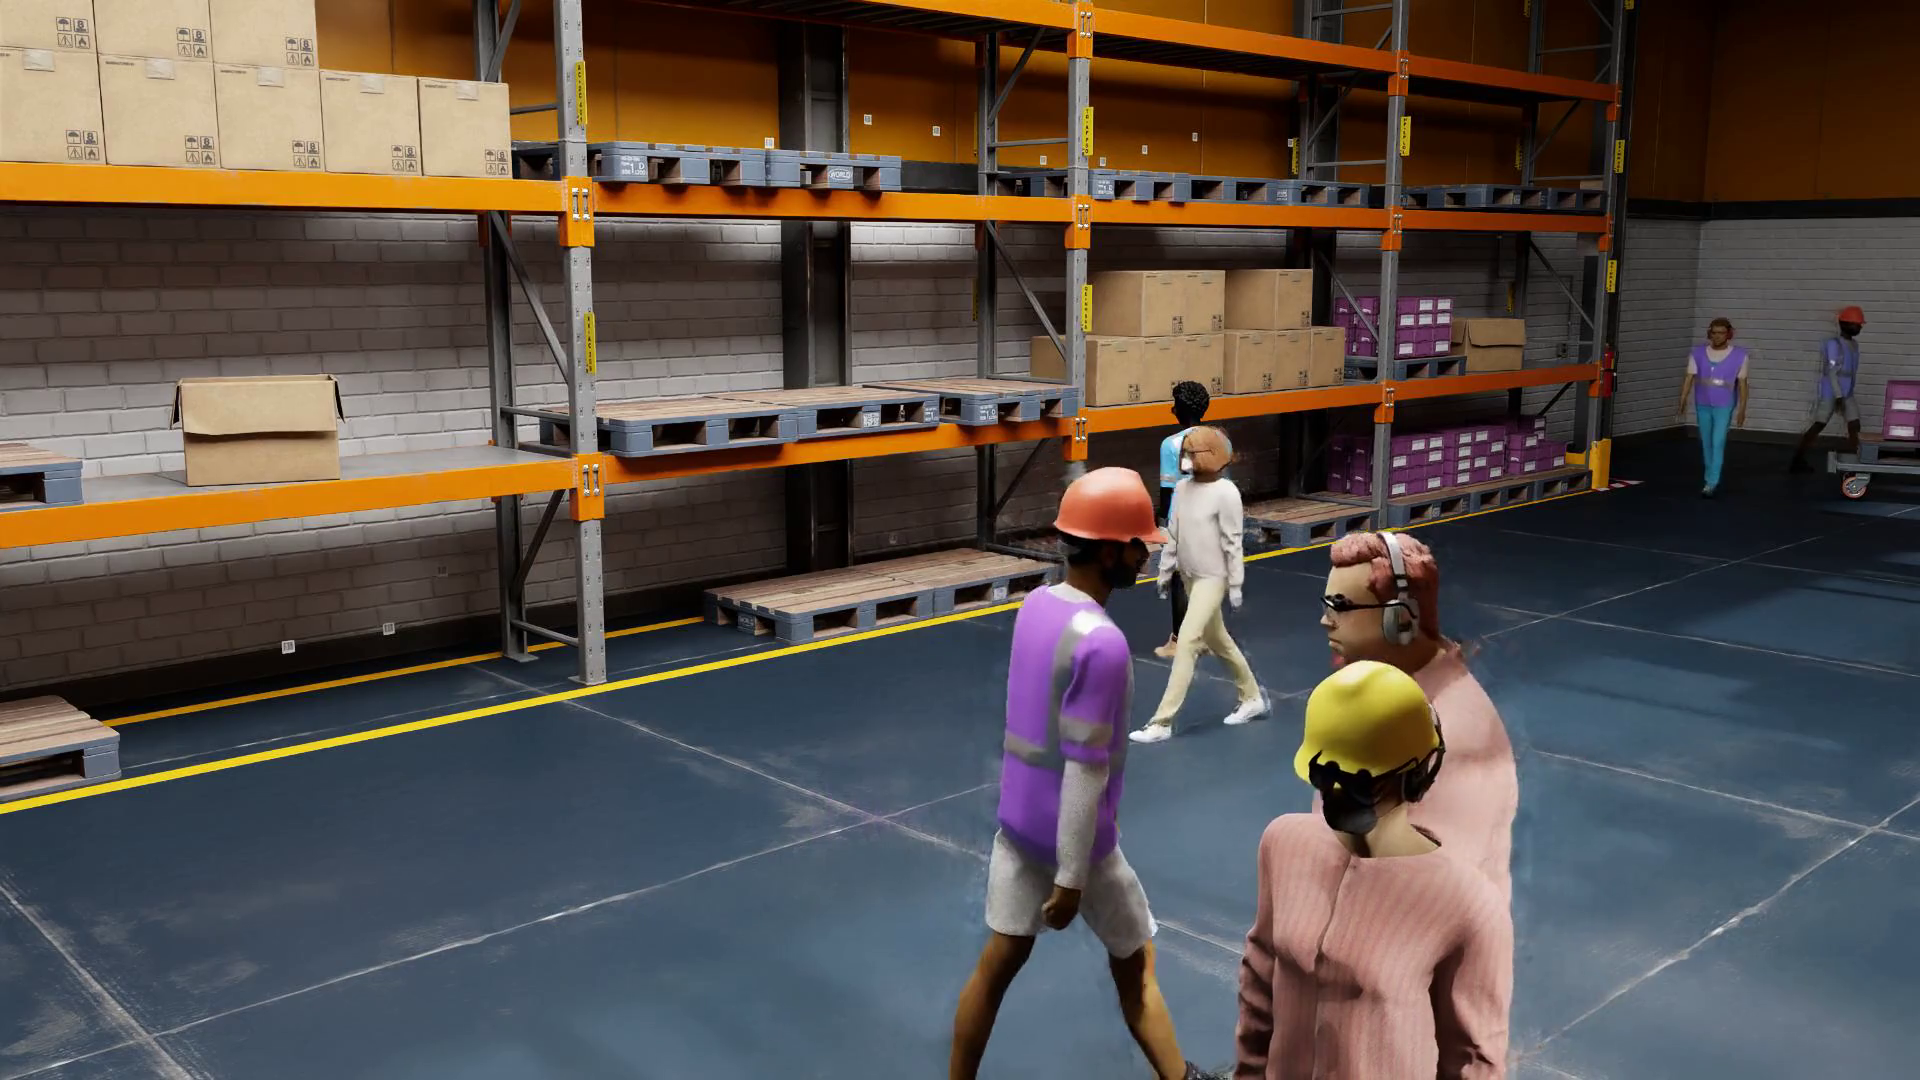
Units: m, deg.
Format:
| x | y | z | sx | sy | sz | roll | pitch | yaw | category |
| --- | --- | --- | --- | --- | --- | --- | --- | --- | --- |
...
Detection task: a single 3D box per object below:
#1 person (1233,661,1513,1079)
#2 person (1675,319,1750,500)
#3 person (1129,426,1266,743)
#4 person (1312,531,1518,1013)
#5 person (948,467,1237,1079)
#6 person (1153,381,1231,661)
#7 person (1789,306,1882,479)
| x | y | z | sx | sy | sz | roll | pitch | yaw | category |
| --- | --- | --- | --- | --- | --- | --- | --- | --- | --- |
| 0.687 | 1.066 | 2.919 | 0.318 | 1.764 | 0.522 | -9 | 13 | -42 | person |
| 7.522 | -1.304 | 16.682 | 0.594 | 1.801 | 0.934 | 9 | 14 | 44 | person |
| 1.243 | 0.206 | 8.455 | 0.866 | 1.588 | 0.518 | -4 | 11 | -24 | person |
| 0.843 | 0.916 | 3.442 | 0.707 | 1.879 | 0.681 | -1 | 10 | -4 | person |
| 0.346 | 0.742 | 4.449 | 0.975 | 1.879 | 0.556 | -4 | 11 | -24 | person |
| 1.396 | -0.106 | 9.986 | 0.534 | 1.694 | 0.321 | -6 | 12 | -33 | person |
| 9.711 | -1.634 | 18.396 | 0.549 | 1.891 | 1.009 | -5 | 11 | -25 | person |
